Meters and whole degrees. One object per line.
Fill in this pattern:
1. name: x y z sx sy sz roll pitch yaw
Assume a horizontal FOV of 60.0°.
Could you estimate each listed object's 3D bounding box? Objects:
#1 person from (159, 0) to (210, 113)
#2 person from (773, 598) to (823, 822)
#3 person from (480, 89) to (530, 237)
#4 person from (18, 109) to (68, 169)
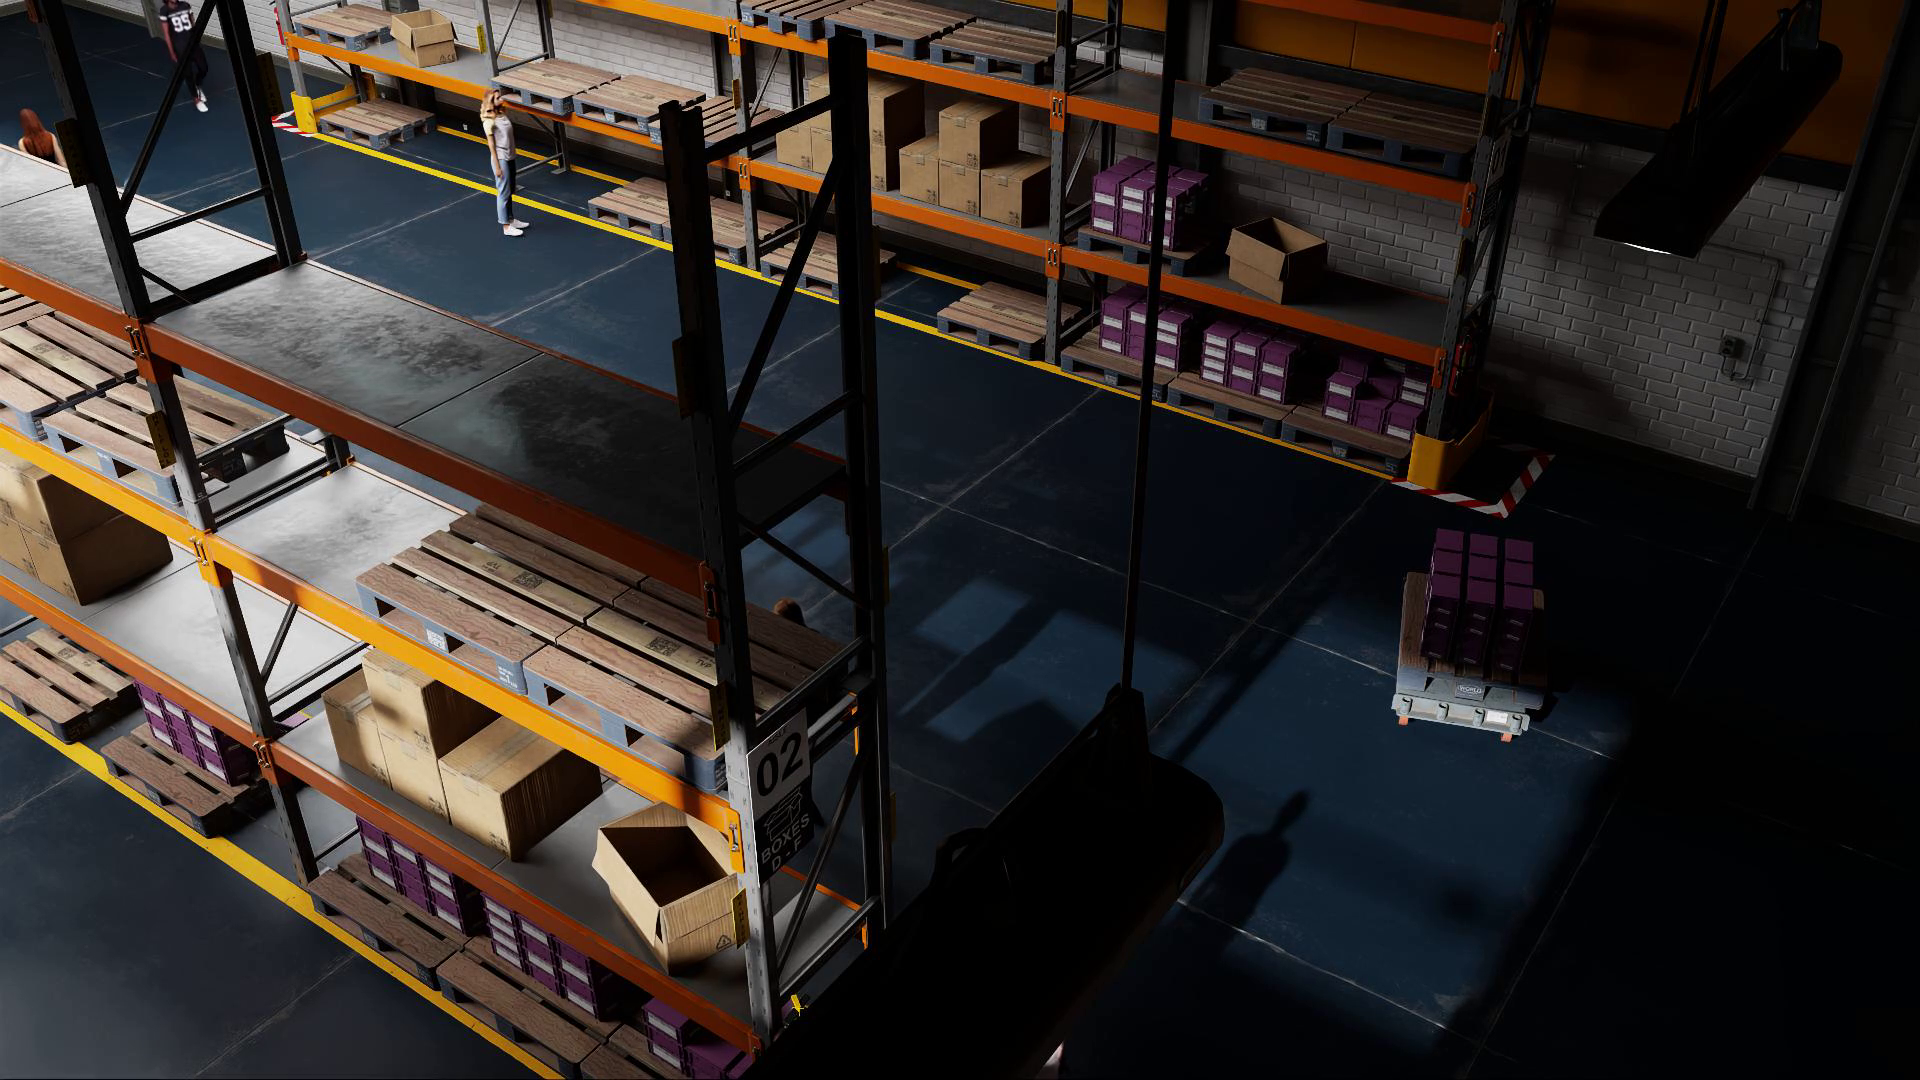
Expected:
1. person: -10.695 -6.798 22.900 0.758 1.724 0.682 28 43 35
2. person: -1.086 1.143 10.845 0.680 1.844 0.668 -20 38 -27
3. person: -5.306 -4.385 19.270 0.718 1.723 0.710 2 34 4
4. person: -10.228 -4.007 18.700 0.619 1.726 0.590 -25 41 -32
